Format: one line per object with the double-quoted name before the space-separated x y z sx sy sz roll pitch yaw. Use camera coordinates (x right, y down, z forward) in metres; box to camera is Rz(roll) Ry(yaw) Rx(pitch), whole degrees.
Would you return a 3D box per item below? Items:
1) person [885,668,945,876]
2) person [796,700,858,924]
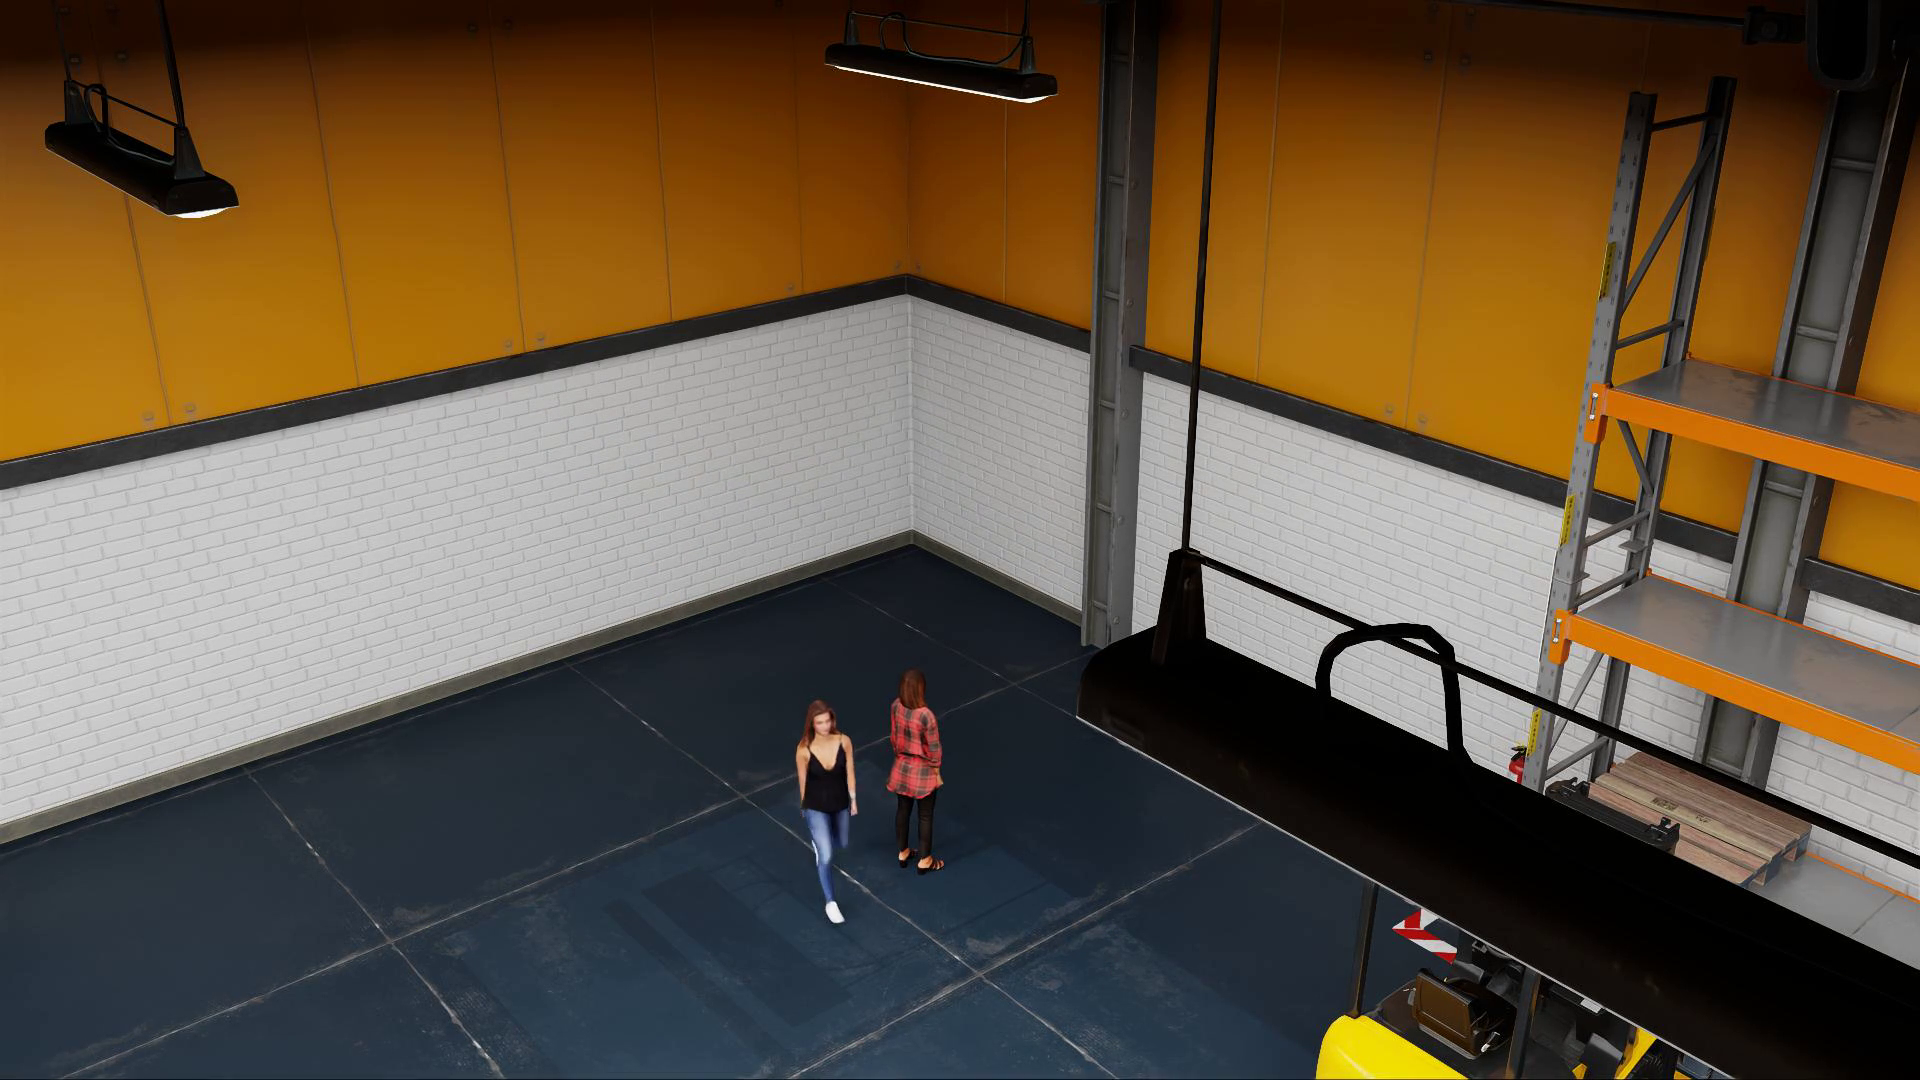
"person" -0.334 1.724 12.468 0.547 1.703 0.708 19 30 36
"person" -0.989 1.894 12.094 0.726 1.692 1.066 -11 26 -23
